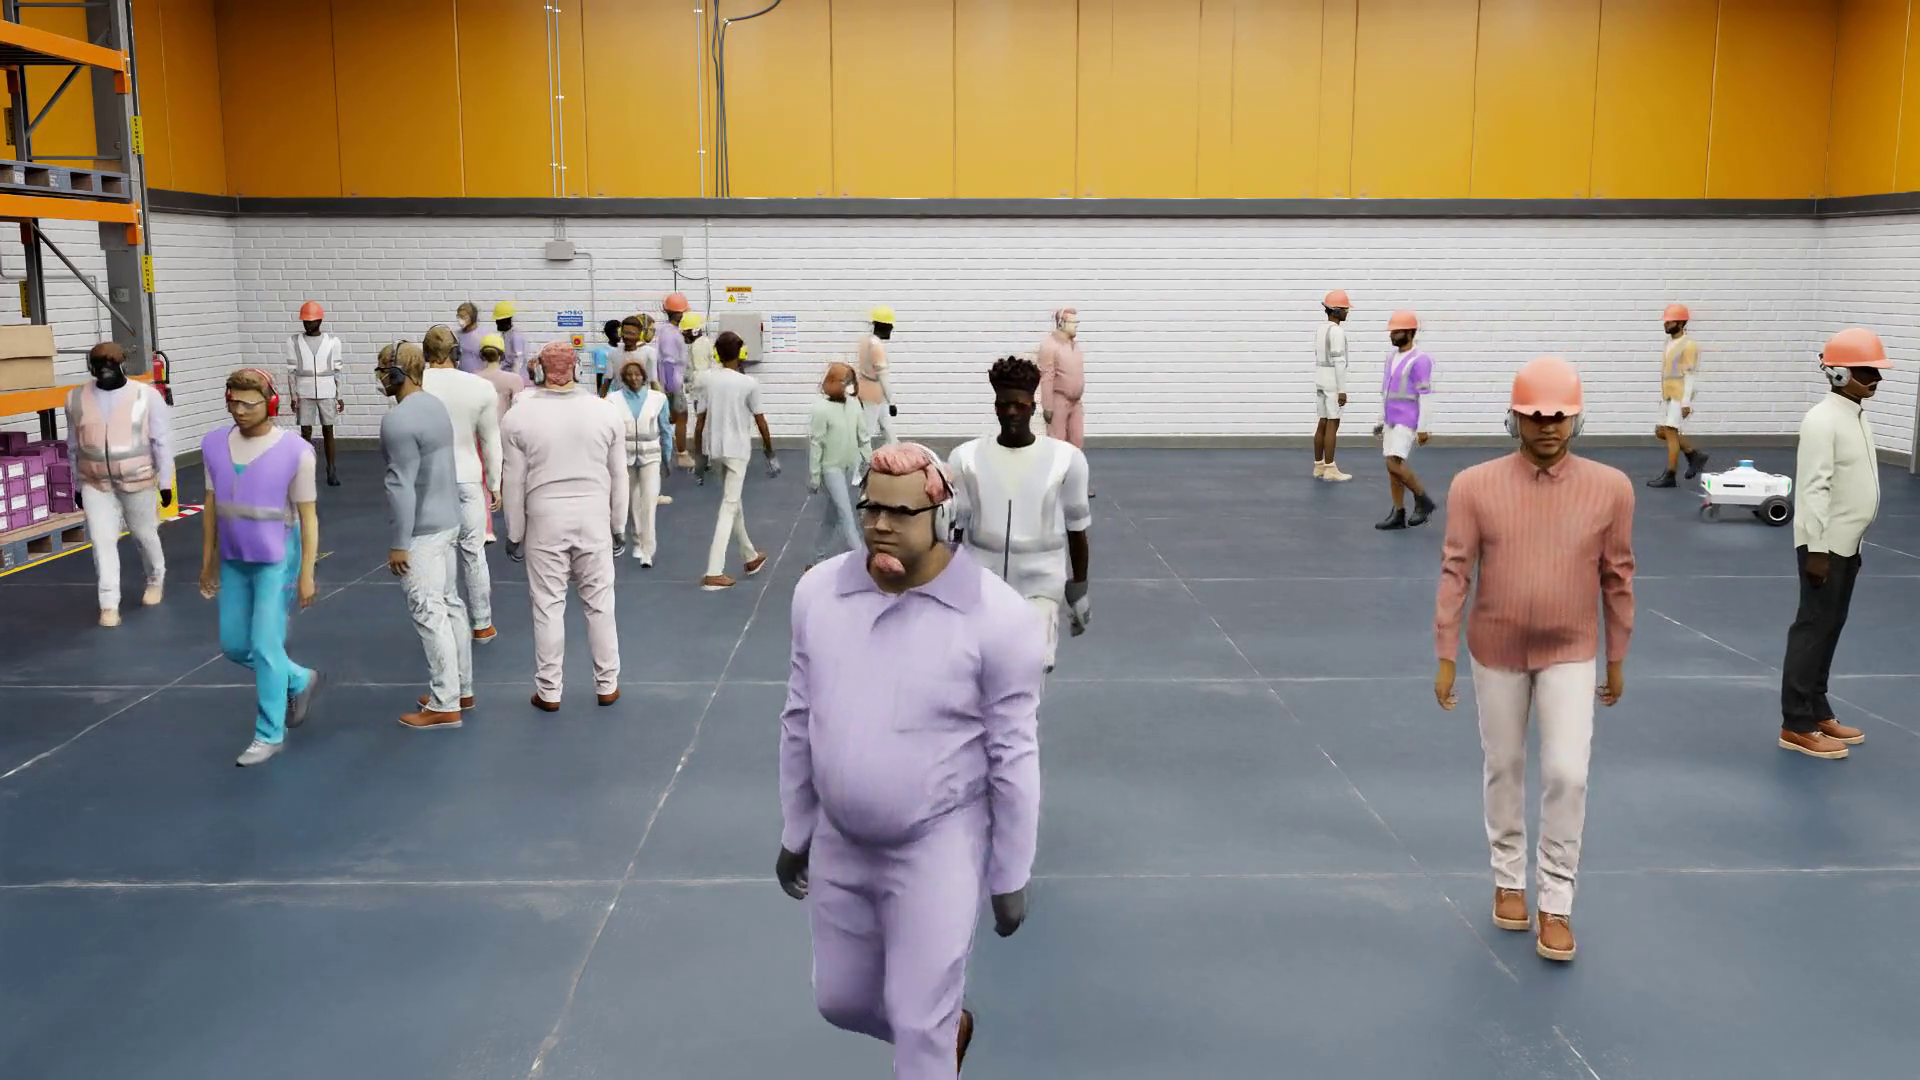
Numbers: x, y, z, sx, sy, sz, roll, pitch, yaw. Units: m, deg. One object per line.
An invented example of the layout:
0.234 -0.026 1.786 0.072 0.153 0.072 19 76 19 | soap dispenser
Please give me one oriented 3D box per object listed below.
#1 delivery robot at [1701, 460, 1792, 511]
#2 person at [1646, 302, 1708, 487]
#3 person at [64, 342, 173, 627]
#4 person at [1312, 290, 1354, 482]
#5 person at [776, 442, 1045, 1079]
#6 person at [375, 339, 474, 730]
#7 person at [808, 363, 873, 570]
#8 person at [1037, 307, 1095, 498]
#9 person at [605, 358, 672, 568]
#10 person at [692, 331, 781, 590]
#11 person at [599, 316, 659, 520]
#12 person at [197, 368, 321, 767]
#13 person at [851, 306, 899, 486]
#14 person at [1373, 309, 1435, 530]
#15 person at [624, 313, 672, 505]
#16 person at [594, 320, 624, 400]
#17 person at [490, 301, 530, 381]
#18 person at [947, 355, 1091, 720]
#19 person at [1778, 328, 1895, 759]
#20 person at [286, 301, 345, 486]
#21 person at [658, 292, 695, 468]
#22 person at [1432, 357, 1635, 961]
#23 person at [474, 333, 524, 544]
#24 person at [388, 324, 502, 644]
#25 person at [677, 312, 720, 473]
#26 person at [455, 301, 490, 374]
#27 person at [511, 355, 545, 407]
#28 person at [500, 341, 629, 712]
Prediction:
7.014 -0.471 14.855 0.707 0.478 0.477 2 9 15 | delivery robot
7.463 -1.494 17.227 0.599 1.922 0.578 0 9 -2 | person
-5.461 -0.395 10.857 0.633 1.812 0.901 -2 10 -14 | person
3.998 -1.647 17.803 0.370 2.044 0.608 -2 9 -10 | person
-0.105 0.694 3.929 0.652 1.887 0.685 5 11 29 | person
-2.678 -0.031 8.286 0.393 1.927 0.644 0 9 -1 | person
-0.809 -0.472 11.958 0.841 1.588 0.518 6 11 34 | person
0.988 -1.362 16.512 0.713 1.888 0.655 7 12 38 | person
-2.483 -0.600 12.779 0.531 1.585 0.883 -1 9 -7 | person
-1.601 -0.588 11.989 0.503 1.815 0.935 5 11 28 | person
-3.064 -1.120 15.194 0.618 1.841 0.559 4 10 23 | person
-3.214 0.105 7.732 0.591 1.819 0.574 3 10 17 | person
-0.780 -1.495 17.387 0.976 1.869 0.599 -2 10 -13 | person
3.824 -1.033 14.407 0.441 1.922 0.553 -2 10 -15 | person
-3.045 -1.251 15.997 0.507 1.840 0.343 7 12 38 | person
-3.964 -1.723 19.407 0.632 1.675 0.538 5 10 26 | person
-5.243 -1.834 19.420 0.466 1.888 0.637 -5 10 -27 | person
0.216 0.193 6.939 0.616 1.906 1.032 2 10 14 | person
4.101 0.008 7.799 0.382 1.993 0.622 8 12 41 | person
-6.704 -1.514 17.330 0.545 1.933 0.376 -4 10 -22 | person
-3.326 -1.791 18.785 0.767 2.013 0.642 -1 9 -7 | person
1.891 0.389 5.509 0.649 1.969 0.720 3 10 17 | person
-3.853 -0.847 13.835 0.546 1.729 0.748 0 9 2 | person
-3.070 -0.320 9.991 0.635 1.936 0.353 -3 10 -15 | person
-2.750 -1.613 18.372 0.700 1.801 0.628 1 9 4 | person
-5.266 -1.653 18.208 0.636 1.917 0.715 6 11 32 | person
-3.104 -0.569 12.480 0.527 1.622 0.514 -8 12 -41 | person
-2.024 -0.068 8.557 0.638 1.903 0.408 -4 10 -21 | person
